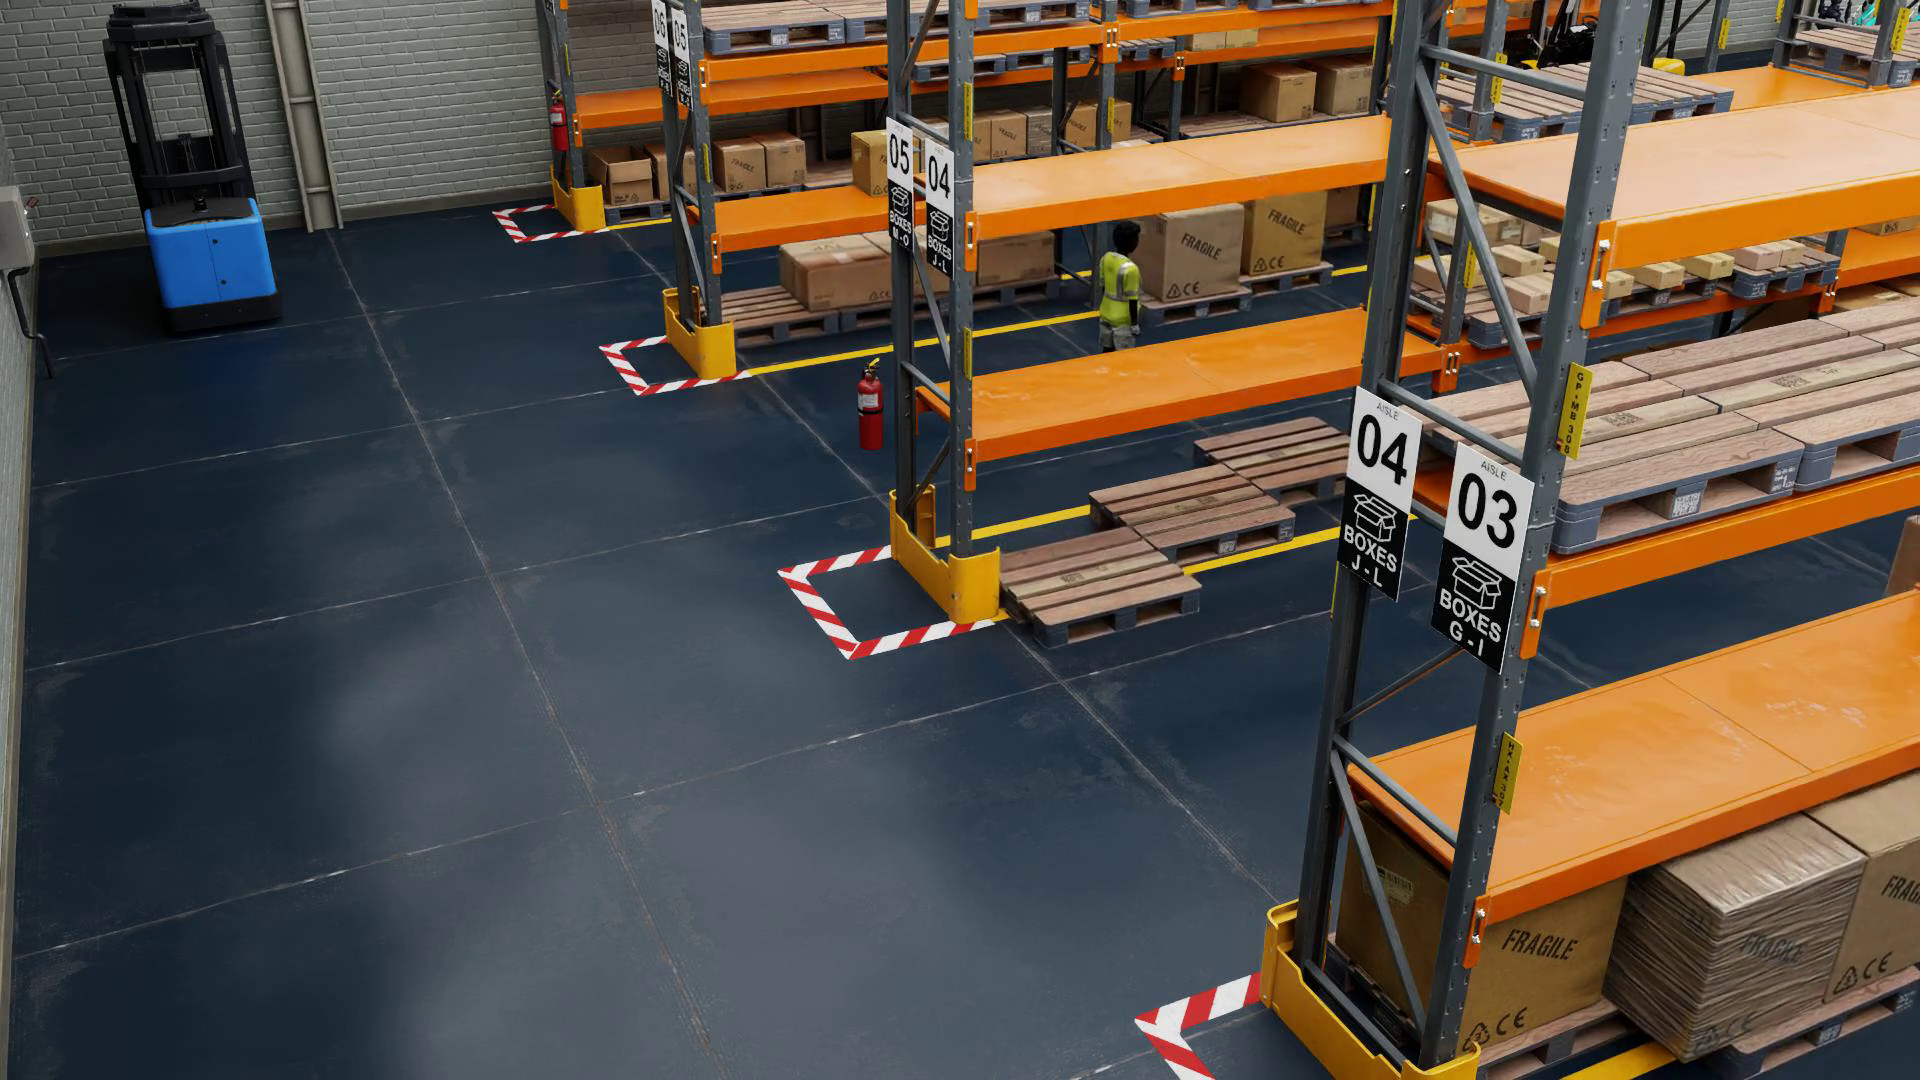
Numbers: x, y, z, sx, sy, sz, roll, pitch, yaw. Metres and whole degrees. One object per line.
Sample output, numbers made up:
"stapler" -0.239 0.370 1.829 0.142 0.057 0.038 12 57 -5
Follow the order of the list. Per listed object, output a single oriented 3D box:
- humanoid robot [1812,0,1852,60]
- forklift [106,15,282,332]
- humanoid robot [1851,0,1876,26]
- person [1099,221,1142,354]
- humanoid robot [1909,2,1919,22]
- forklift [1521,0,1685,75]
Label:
"humanoid robot" 13.865 -8.301 26.459 0.315 1.653 0.599 -12 30 -22
"forklift" -7.548 -3.672 16.323 1.129 2.768 1.873 -12 30 -22
"humanoid robot" 14.727 -8.647 26.923 0.735 1.677 0.533 -12 30 -22
"person" 1.367 -1.885 14.165 0.320 1.692 0.531 -12 30 -22
"humanoid robot" 15.645 -8.644 26.922 0.735 1.673 0.533 -12 30 -22
"forklift" 8.950 -6.807 23.056 1.214 2.155 2.313 -12 30 -22
